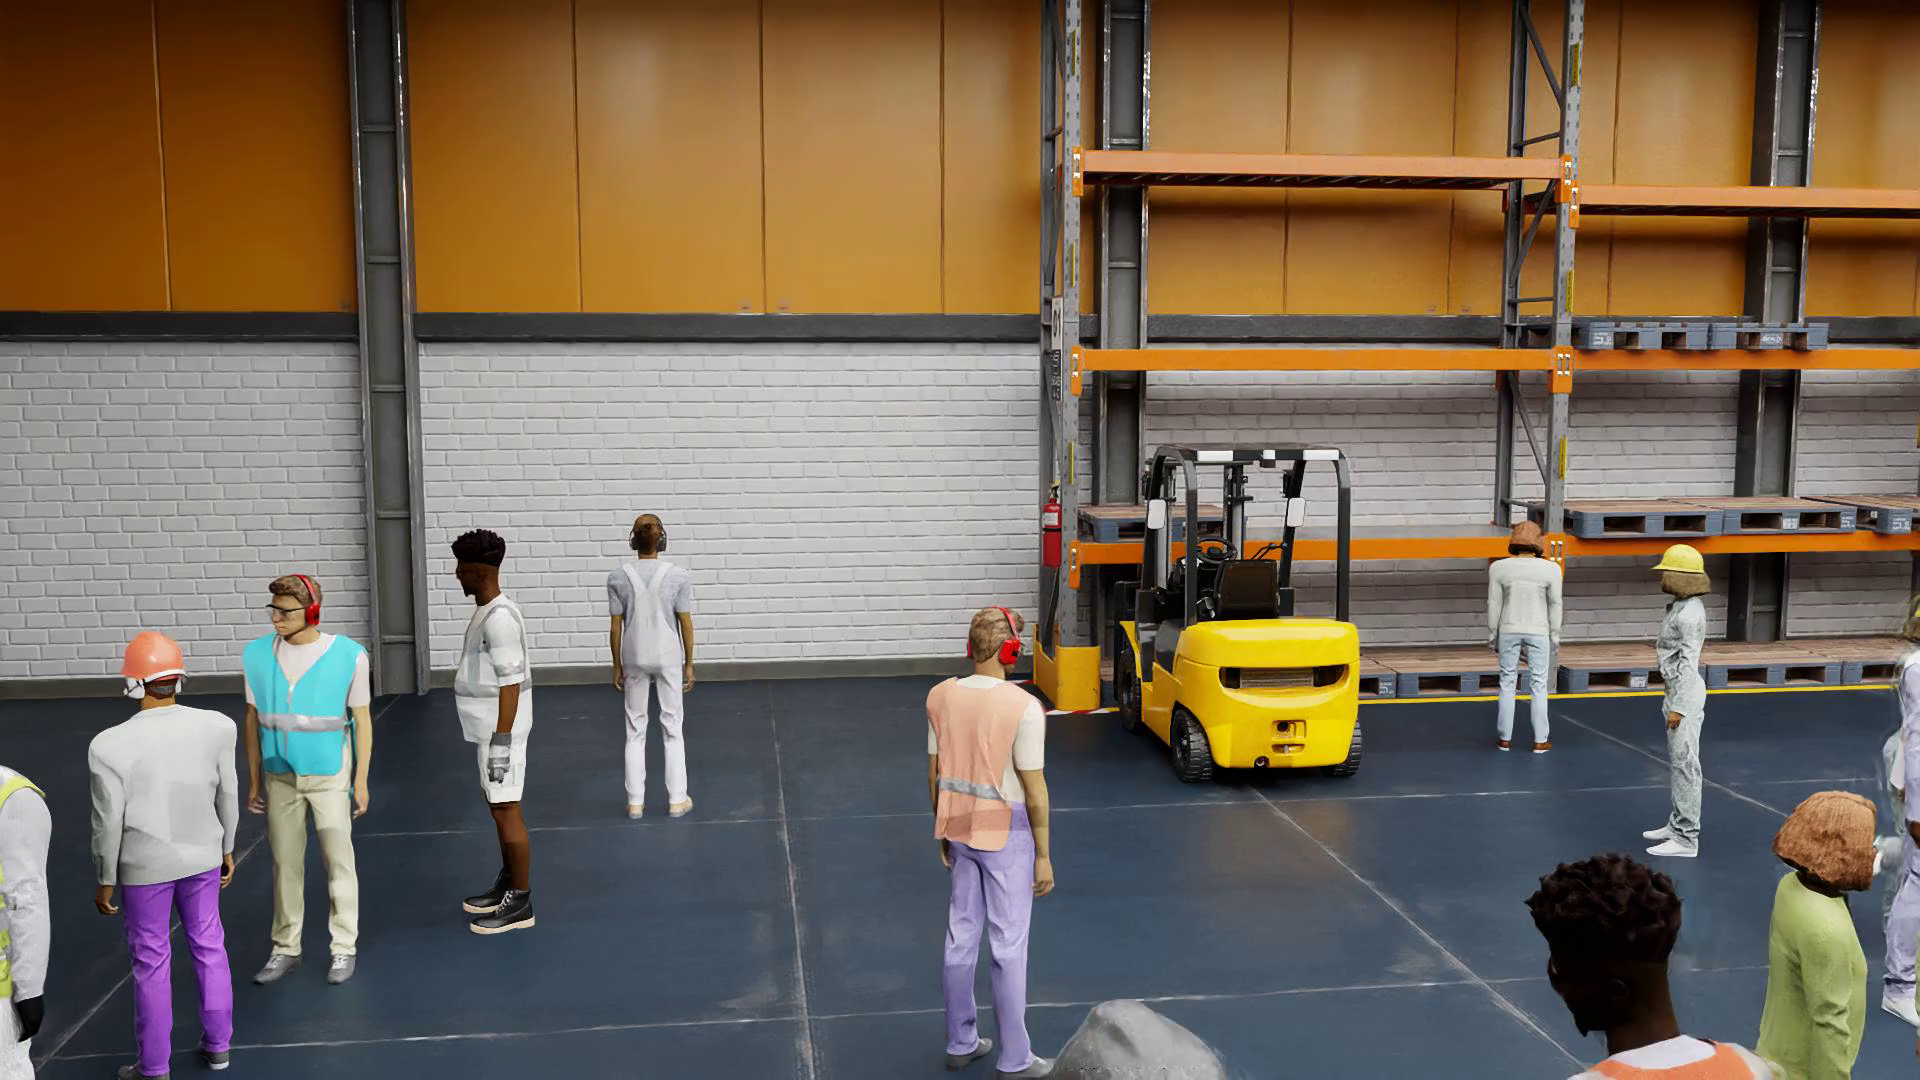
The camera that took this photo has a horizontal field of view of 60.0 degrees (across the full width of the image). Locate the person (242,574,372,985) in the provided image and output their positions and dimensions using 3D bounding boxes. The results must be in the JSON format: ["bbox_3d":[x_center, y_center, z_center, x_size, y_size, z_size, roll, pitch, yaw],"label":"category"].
[{"bbox_3d":[-2.900,1.056,7.434,0.564,1.841,0.391,0,7,2],"label":"person"}]

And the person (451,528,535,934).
[{"bbox_3d":[-2.273,0.918,8.110,0.362,1.962,0.614,-2,7,-20],"label":"person"}]

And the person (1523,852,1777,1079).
[{"bbox_3d":[1.243,1.526,2.903,0.621,1.935,0.699,-4,7,-29],"label":"person"}]

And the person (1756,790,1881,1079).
[{"bbox_3d":[2.343,1.486,4.577,0.266,1.631,0.507,2,7,15],"label":"person"}]

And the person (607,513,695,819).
[{"bbox_3d":[-1.856,0.759,10.025,0.507,1.846,0.345,-1,7,-5],"label":"person"}]

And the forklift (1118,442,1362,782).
[{"bbox_3d":[1.912,0.418,11.496,1.214,2.155,2.313,-1,7,-8],"label":"forklift"}]

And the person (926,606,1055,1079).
[{"bbox_3d":[0.107,1.175,6.408,0.563,1.840,0.388,6,9,41],"label":"person"}]

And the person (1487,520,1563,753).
[{"bbox_3d":[3.956,0.675,11.674,0.499,1.633,0.285,3,7,24],"label":"person"}]

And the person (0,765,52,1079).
[{"bbox_3d":[-3.050,1.342,5.003,0.638,1.830,0.429,0,7,4],"label":"person"}]

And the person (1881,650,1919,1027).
[{"bbox_3d":[4.138,1.076,6.975,0.590,1.912,0.387,-4,7,-28],"label":"person"}]

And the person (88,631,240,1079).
[{"bbox_3d":[-3.052,1.217,6.395,0.320,1.755,0.563,5,8,38],"label":"person"}]

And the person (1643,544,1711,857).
[{"bbox_3d":[4.008,0.892,9.302,0.299,1.745,0.483,3,7,22],"label":"person"}]
